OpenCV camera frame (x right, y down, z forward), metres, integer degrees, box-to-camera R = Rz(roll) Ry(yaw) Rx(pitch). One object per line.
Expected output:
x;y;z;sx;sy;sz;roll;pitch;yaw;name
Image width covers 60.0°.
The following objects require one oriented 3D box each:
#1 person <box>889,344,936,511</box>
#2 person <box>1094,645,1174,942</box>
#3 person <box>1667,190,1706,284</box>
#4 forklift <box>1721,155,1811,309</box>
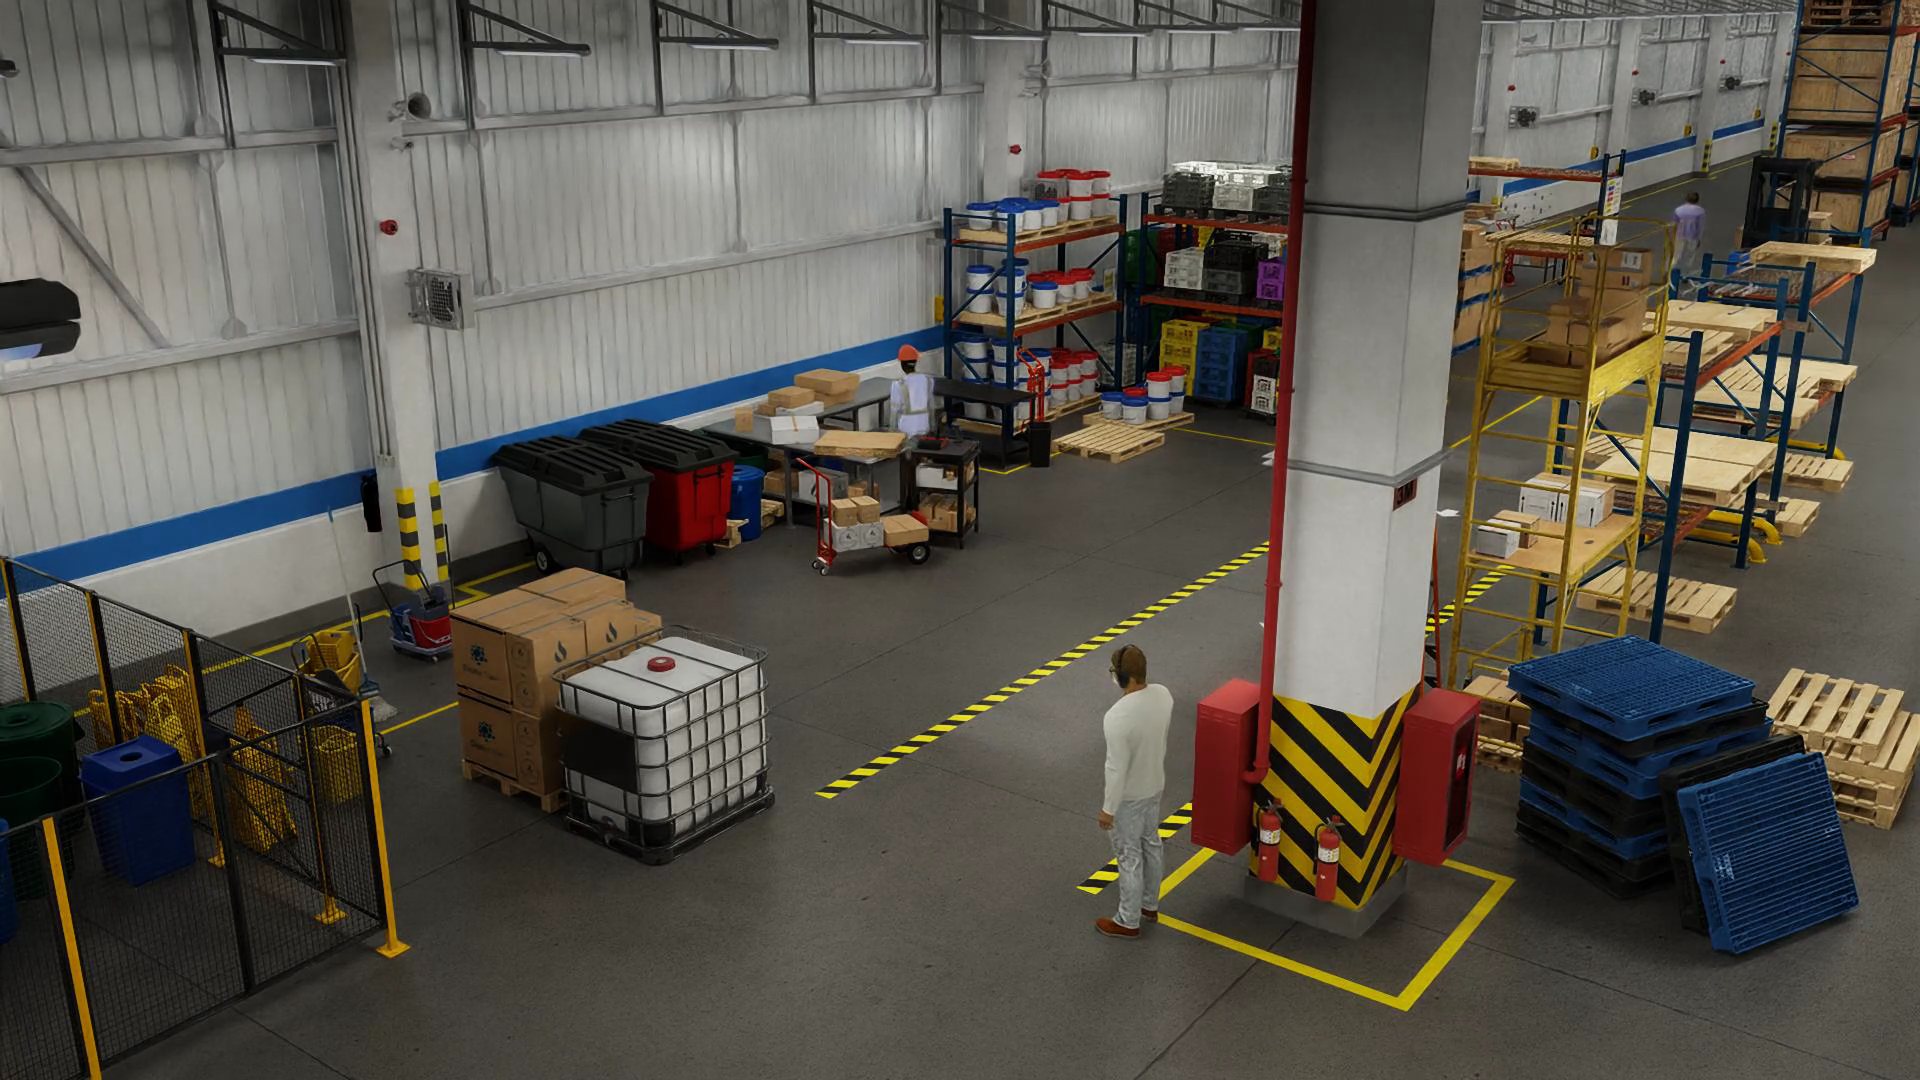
-0.566;-1.289;19.074;0.578;1.925;0.417;-11;21;-31;person
1.069;1.566;10.328;0.378;1.933;0.628;14;23;36;person
14.882;-6.192;34.103;0.738;1.919;0.633;-17;25;-42;person
15.391;-5.861;31.557;1.129;2.768;1.873;13;22;34;forklift
